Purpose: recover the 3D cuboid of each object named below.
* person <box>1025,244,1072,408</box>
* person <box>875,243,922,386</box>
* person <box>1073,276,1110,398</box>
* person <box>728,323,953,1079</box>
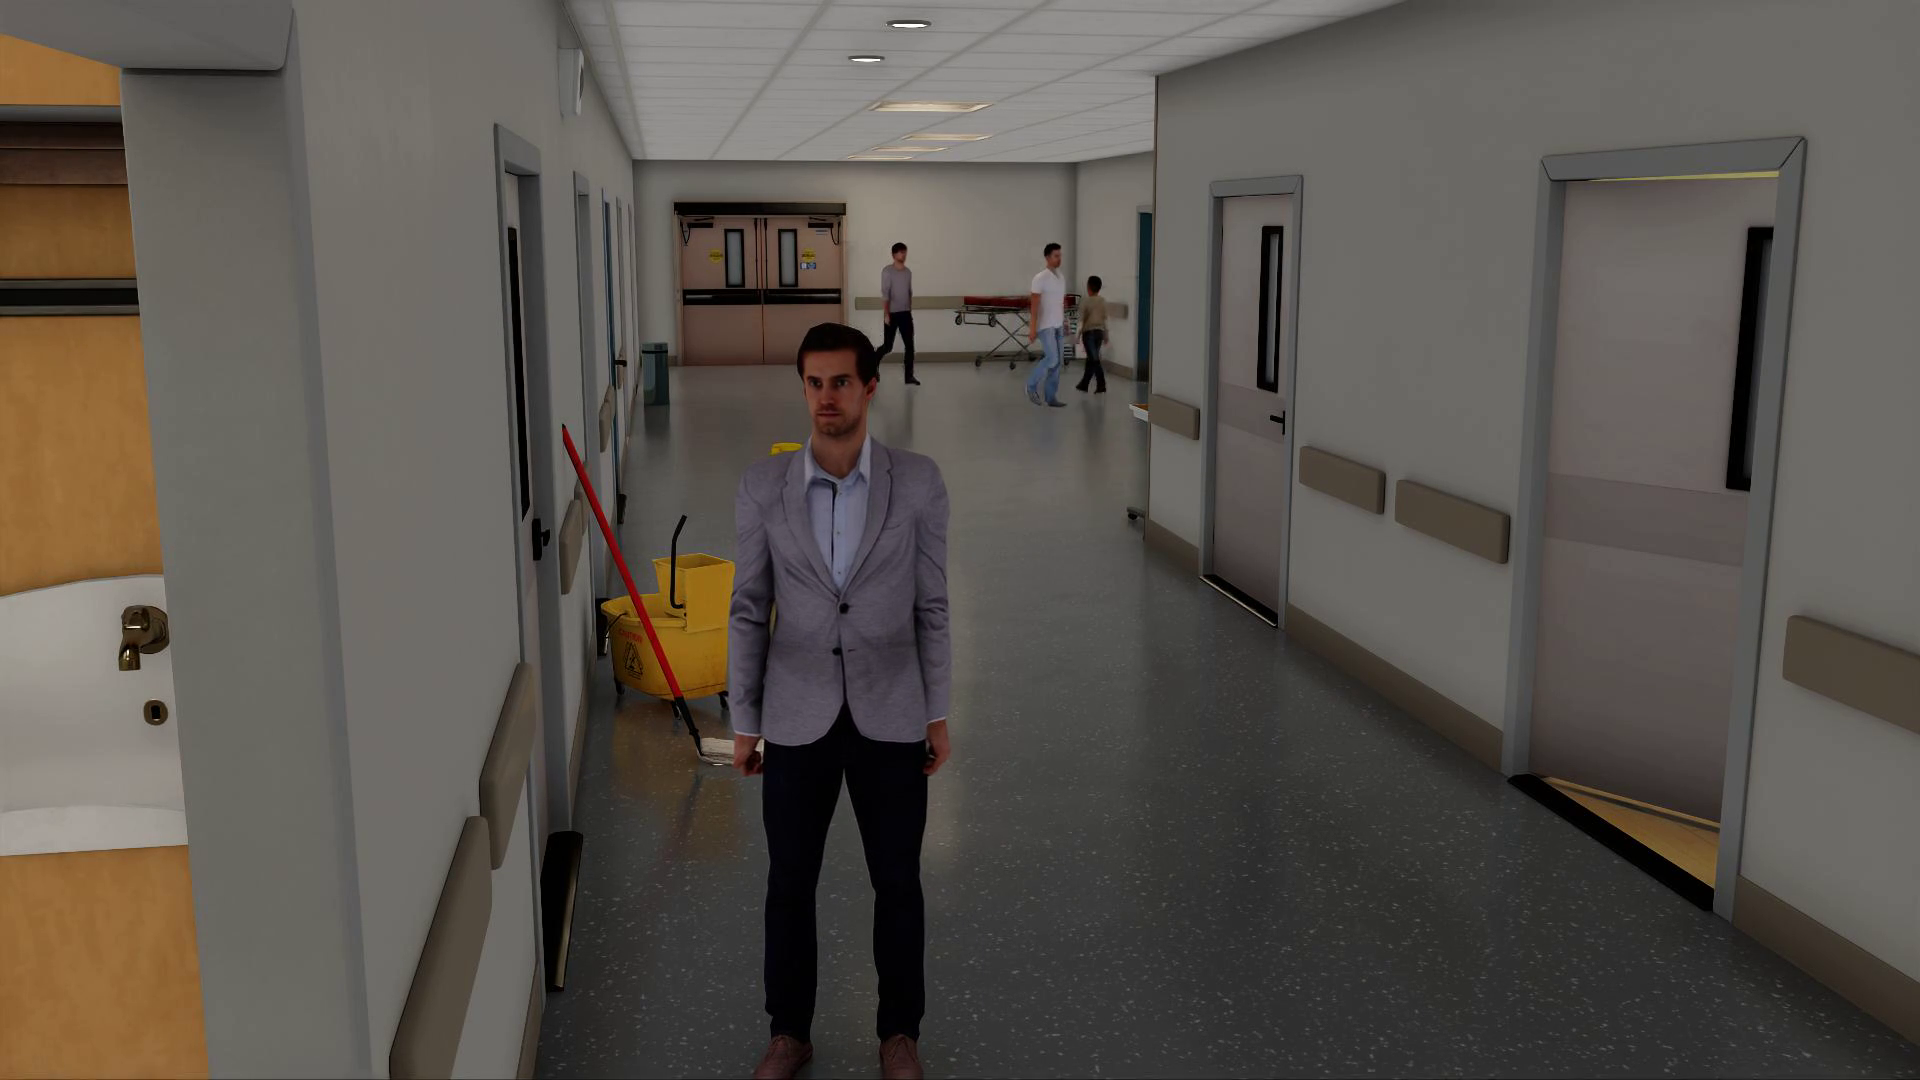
[{"bbox_3d":[0.947,-2.417,18.861,0.905,1.846,0.849,8,13,37],"label":"person"},{"bbox_3d":[-0.873,-2.903,21.506,0.991,1.815,1.209,-8,13,-37],"label":"person"},{"bbox_3d":[1.627,-2.410,19.941,0.800,1.430,1.056,-6,12,-30],"label":"person"},{"bbox_3d":[-0.273,0.407,3.965,0.723,1.851,0.628,0,11,1],"label":"person"}]
